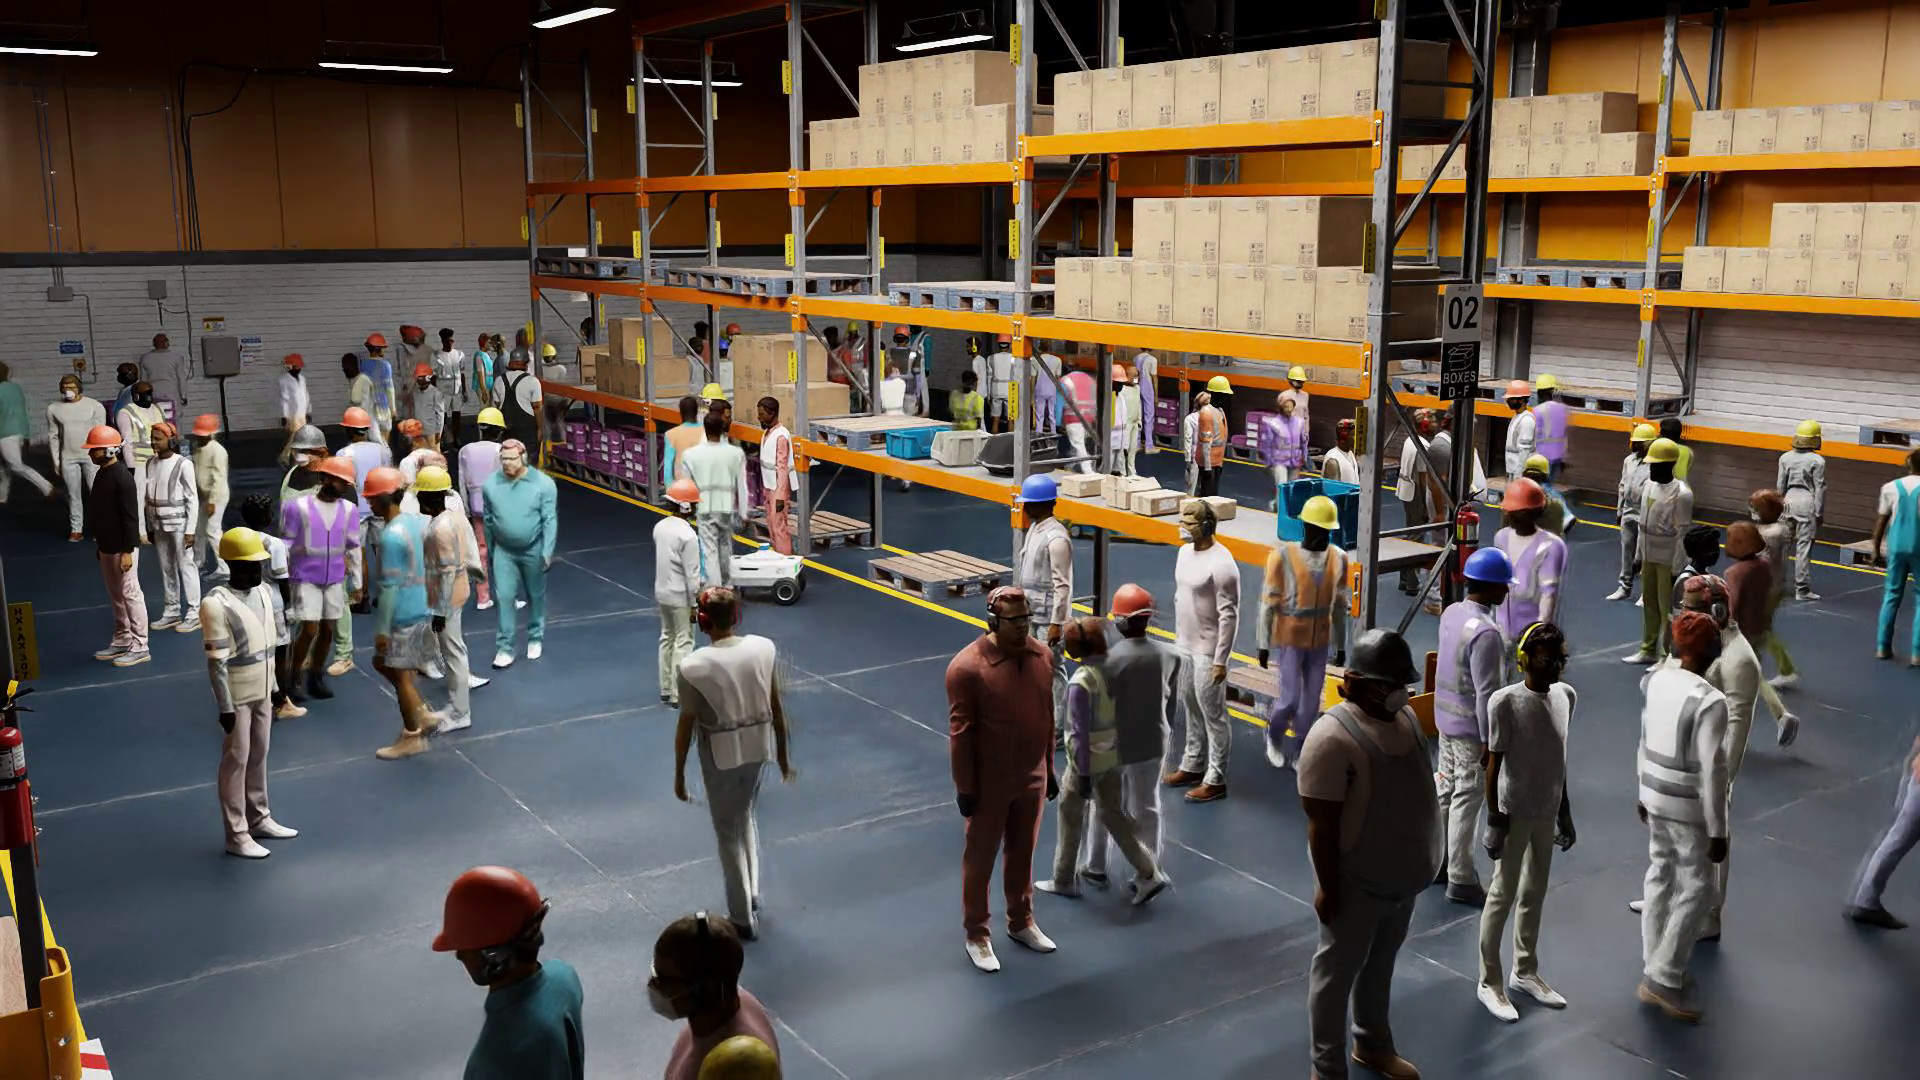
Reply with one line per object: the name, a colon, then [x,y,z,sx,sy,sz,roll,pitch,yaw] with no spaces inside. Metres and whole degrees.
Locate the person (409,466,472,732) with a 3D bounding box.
person: [-3.727,0.421,11.985,0.373,1.928,0.584,-3,11,-13]

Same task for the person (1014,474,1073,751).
person: [0.578,0.502,11.526,0.400,1.943,0.615,-3,11,-15]

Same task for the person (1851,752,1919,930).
person: [5.083,1.222,8.428,0.916,1.705,0.537,5,12,23]

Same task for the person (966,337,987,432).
person: [0.243,-2.171,25.439,0.326,1.860,0.514,3,11,15]

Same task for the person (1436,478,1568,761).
person: [3.654,0.582,10.994,1.041,1.985,0.608,-7,13,-31]

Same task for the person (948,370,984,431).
person: [0.035,-1.443,22.193,0.665,1.672,0.325,8,14,36]

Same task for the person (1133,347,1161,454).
person: [2.902,-2.261,25.925,0.344,1.846,0.506,-9,14,-40]

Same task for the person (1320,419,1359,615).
person: [3.515,-0.221,15.507,0.388,1.837,0.561,6,12,27]

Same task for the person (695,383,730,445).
person: [-2.797,-0.860,18.794,0.403,1.827,0.599,0,11,-1]

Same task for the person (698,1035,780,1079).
person: [-0.561,2.054,4.136,0.494,1.730,0.324,3,12,17]

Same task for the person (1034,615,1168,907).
person: [0.761,1.186,8.896,0.720,1.605,0.501,7,13,33]

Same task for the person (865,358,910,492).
person: [-0.961,-1.552,22.435,0.559,1.798,0.961,-6,13,-28]

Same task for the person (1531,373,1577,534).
person: [6.756,-0.952,19.091,0.587,1.904,0.539,-8,14,-36]

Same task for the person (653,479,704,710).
person: [-2.102,0.409,12.545,0.388,1.741,0.562,-8,14,-37]

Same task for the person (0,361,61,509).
person: [-11.904,-1.314,20.973,0.950,1.903,0.630,-1,11,-6]

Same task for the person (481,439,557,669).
person: [-3.630,0.120,13.661,0.641,1.877,0.818,-1,11,-3]

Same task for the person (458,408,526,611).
person: [-4.392,-0.280,15.609,0.590,1.913,0.396,3,11,14]

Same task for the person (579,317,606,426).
person: [-6.520,-2.966,29.341,0.392,1.921,0.591,-4,12,-20]

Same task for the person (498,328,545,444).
person: [-6.815,-2.374,26.000,0.739,2.000,1.035,6,12,27]

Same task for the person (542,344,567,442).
person: [-6.230,-2.101,25.329,0.530,1.759,0.339,3,11,14]

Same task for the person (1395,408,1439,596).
person: [4.470,-0.373,16.261,0.390,1.846,0.565,0,11,1]

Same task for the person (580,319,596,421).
person: [-6.334,-2.831,28.629,0.375,1.933,0.625,-3,11,-14]

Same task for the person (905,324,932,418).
person: [-0.791,-3.161,30.587,0.635,1.830,0.429,10,15,42]

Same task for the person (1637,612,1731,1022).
person: [3.355,1.273,7.817,0.444,1.865,0.666,-2,11,-12]

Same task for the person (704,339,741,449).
person: [-3.391,-1.924,23.956,0.601,1.941,0.395,-4,12,-22]

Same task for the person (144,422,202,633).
person: [-7.040,-0.114,14.836,0.579,1.884,0.352,5,12,23]

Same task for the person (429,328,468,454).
person: [-7.989,-2.339,26.012,0.362,1.963,0.613,10,15,43]

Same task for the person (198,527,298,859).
person: [-4.138,0.871,9.684,0.382,1.928,0.587,2,11,10]

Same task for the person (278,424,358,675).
person: [-5.227,0.083,13.429,0.683,2.000,0.537,3,12,16]

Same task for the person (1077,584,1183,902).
person: [0.905,1.080,9.100,0.582,1.738,0.584,-4,12,-21]

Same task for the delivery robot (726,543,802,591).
delivery robot: [-1.884,0.276,16.010,0.707,0.478,0.477,0,11,2]

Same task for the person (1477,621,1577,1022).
person: [2.649,1.285,7.715,0.518,1.872,0.326,-5,12,-26]

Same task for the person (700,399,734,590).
person: [-2.414,-0.448,16.507,0.404,1.906,0.598,0,11,0]

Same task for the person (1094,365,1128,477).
person: [1.844,-1.135,19.927,0.374,1.935,0.552,10,15,41]

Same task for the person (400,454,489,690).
person: [-4.074,0.251,13.077,1.001,1.851,0.648,6,13,28]

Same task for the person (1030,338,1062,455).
person: [1.324,-2.215,25.689,0.506,1.846,0.346,0,11,-1]

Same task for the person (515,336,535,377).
person: [-6.755,-2.267,25.878,0.422,1.871,0.603,-2,11,-9]

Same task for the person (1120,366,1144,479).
person: [2.372,-1.614,23.188,0.299,1.622,0.504,8,14,36]

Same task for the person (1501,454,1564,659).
person: [4.702,0.173,13.702,0.524,1.761,0.339,9,14,38]

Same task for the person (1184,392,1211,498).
person: [2.842,-0.936,19.676,0.511,1.640,0.308,-8,14,-37]

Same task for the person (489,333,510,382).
person: [-6.912,-2.164,25.232,0.370,1.932,0.623,-3,11,-15]

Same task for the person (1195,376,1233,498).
person: [2.856,-0.889,18.731,0.393,1.919,0.582,5,12,26]

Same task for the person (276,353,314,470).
person: [-9.614,-1.838,24.040,0.405,1.728,0.566,2,11,8]

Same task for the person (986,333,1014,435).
person: [0.672,-2.241,25.620,0.544,1.929,0.388,2,11,8]

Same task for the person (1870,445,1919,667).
person: [7.836,0.143,13.684,0.520,1.822,0.702,-8,14,-36]

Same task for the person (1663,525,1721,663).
person: [4.821,0.733,10.982,0.317,1.695,0.540,7,13,32]

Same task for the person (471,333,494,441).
person: [-7.568,-2.368,26.486,0.390,1.840,0.565,-1,11,-7]

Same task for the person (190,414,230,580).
person: [-7.685,-0.445,16.963,0.616,1.719,0.358,9,14,37]
